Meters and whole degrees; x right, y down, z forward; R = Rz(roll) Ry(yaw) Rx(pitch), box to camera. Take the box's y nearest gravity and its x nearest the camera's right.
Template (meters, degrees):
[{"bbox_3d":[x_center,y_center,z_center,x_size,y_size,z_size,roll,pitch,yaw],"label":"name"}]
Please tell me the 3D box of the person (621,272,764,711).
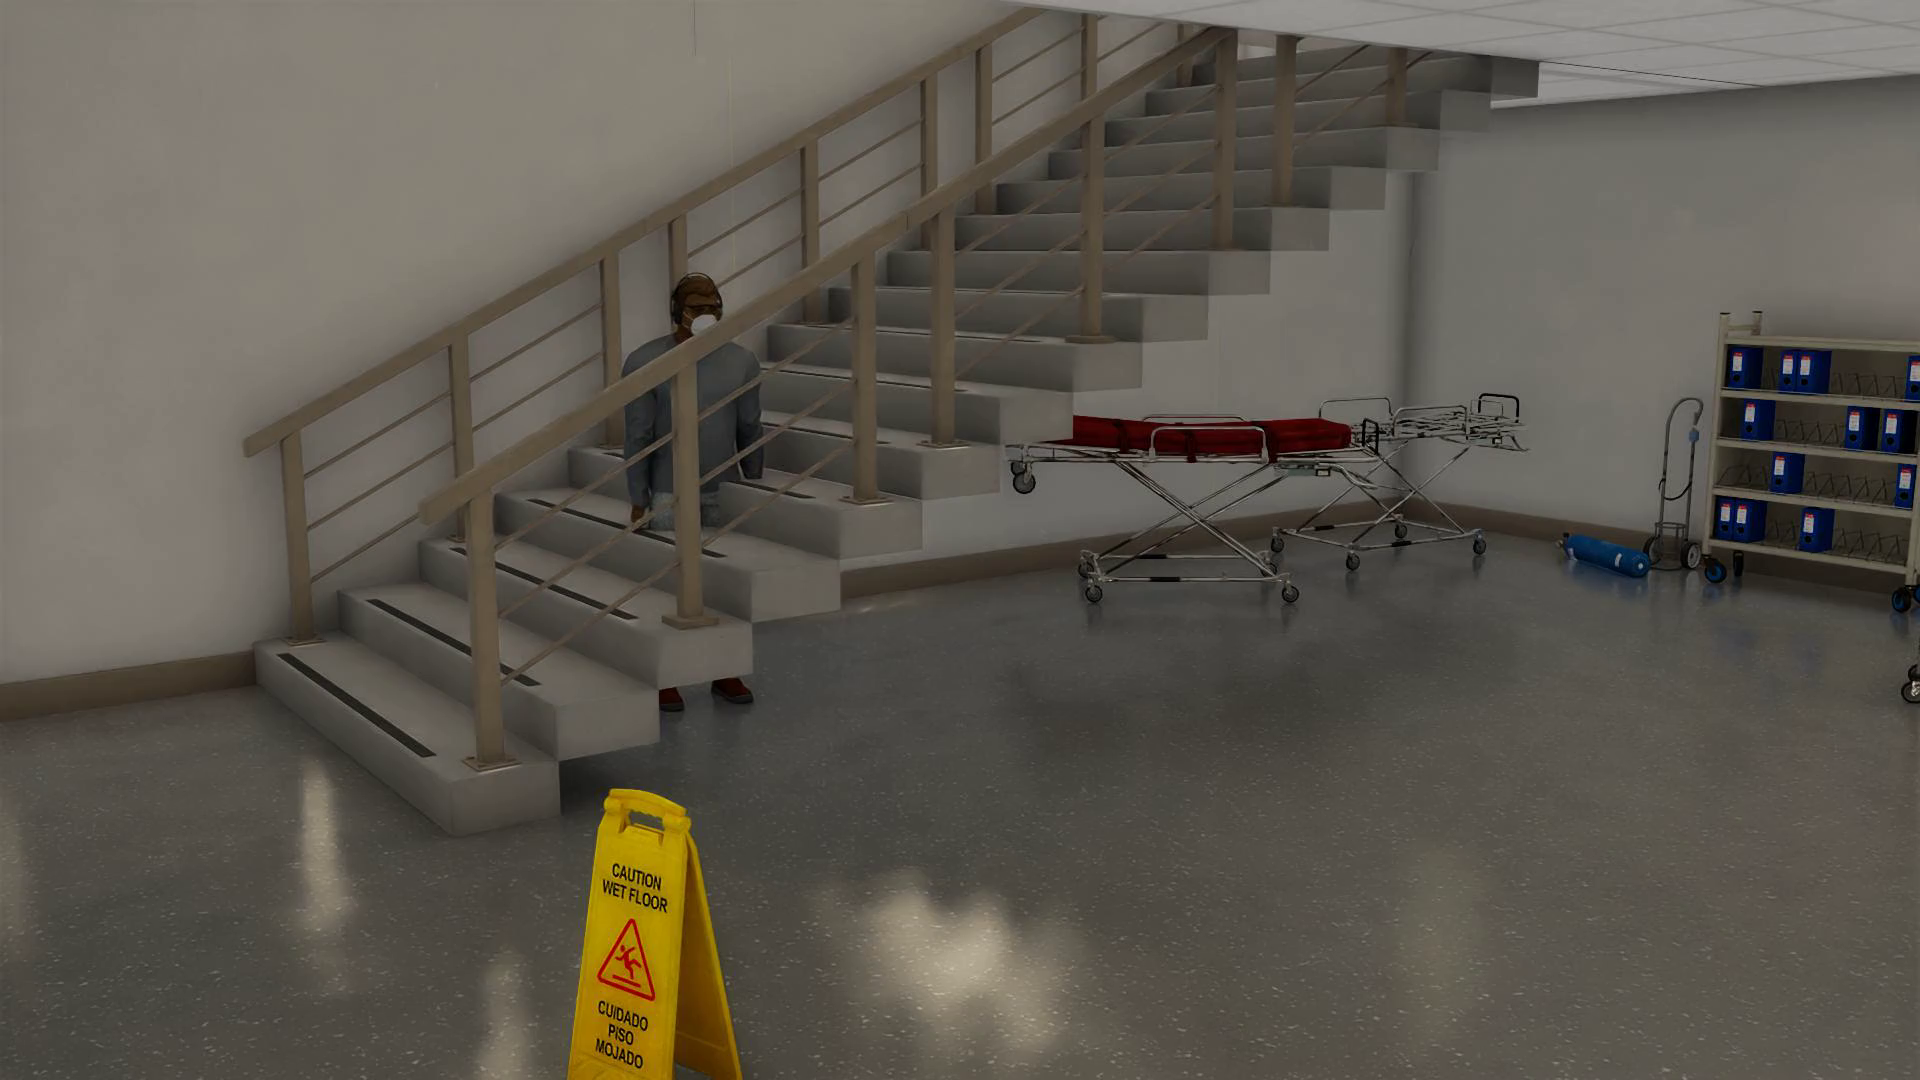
[{"bbox_3d":[-1.168,-0.206,7.357,0.628,1.932,0.371,-4,11,-24],"label":"person"}]
